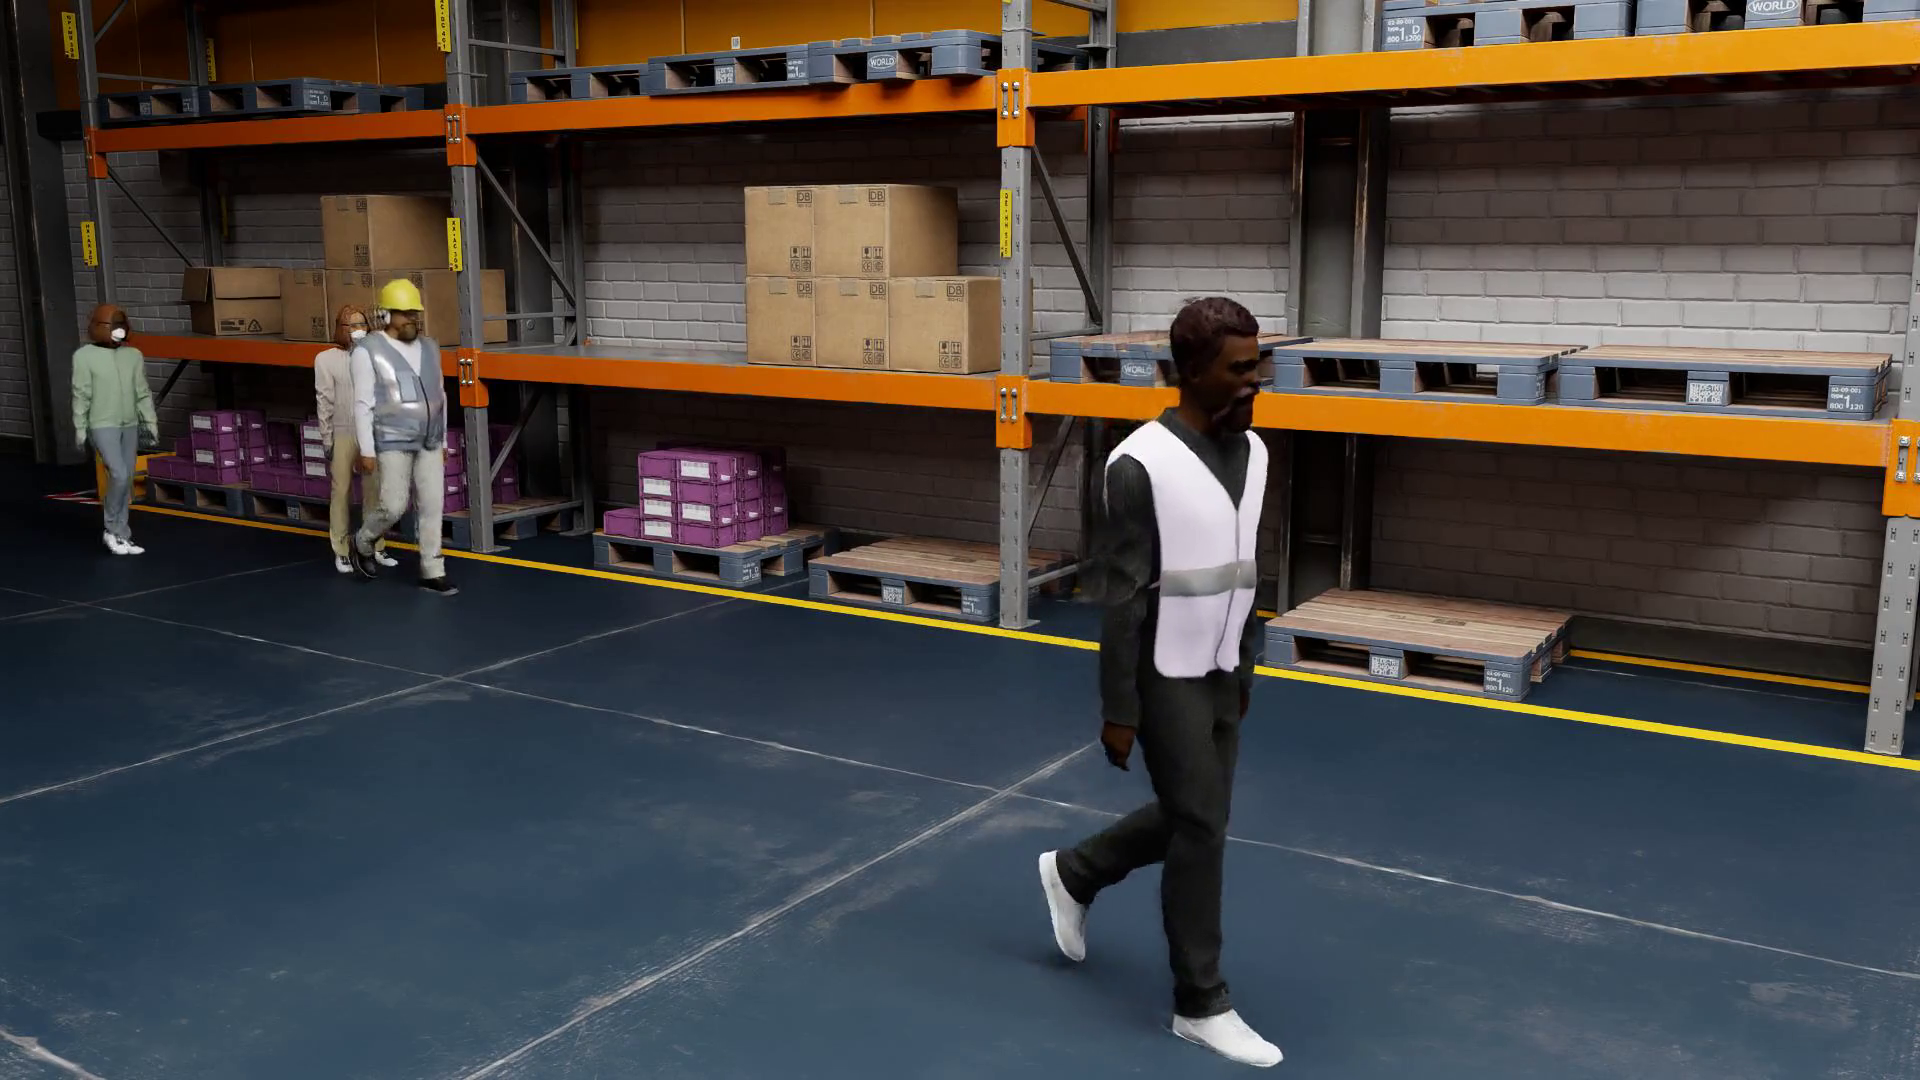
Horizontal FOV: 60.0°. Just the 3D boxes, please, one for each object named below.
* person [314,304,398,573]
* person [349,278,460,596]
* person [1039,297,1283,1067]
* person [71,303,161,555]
[{"bbox_3d":[-3.691,-0.624,10.215,0.498,1.634,0.284,-10,14,-44],"label":"person"},{"bbox_3d":[-3.205,-0.587,9.519,0.682,1.809,0.603,7,12,34],"label":"person"},{"bbox_3d":[0.509,0.330,4.242,0.761,1.893,0.590,9,13,40],"label":"person"},{"bbox_3d":[-5.376,-0.698,10.640,0.386,1.615,0.527,4,11,22],"label":"person"}]
